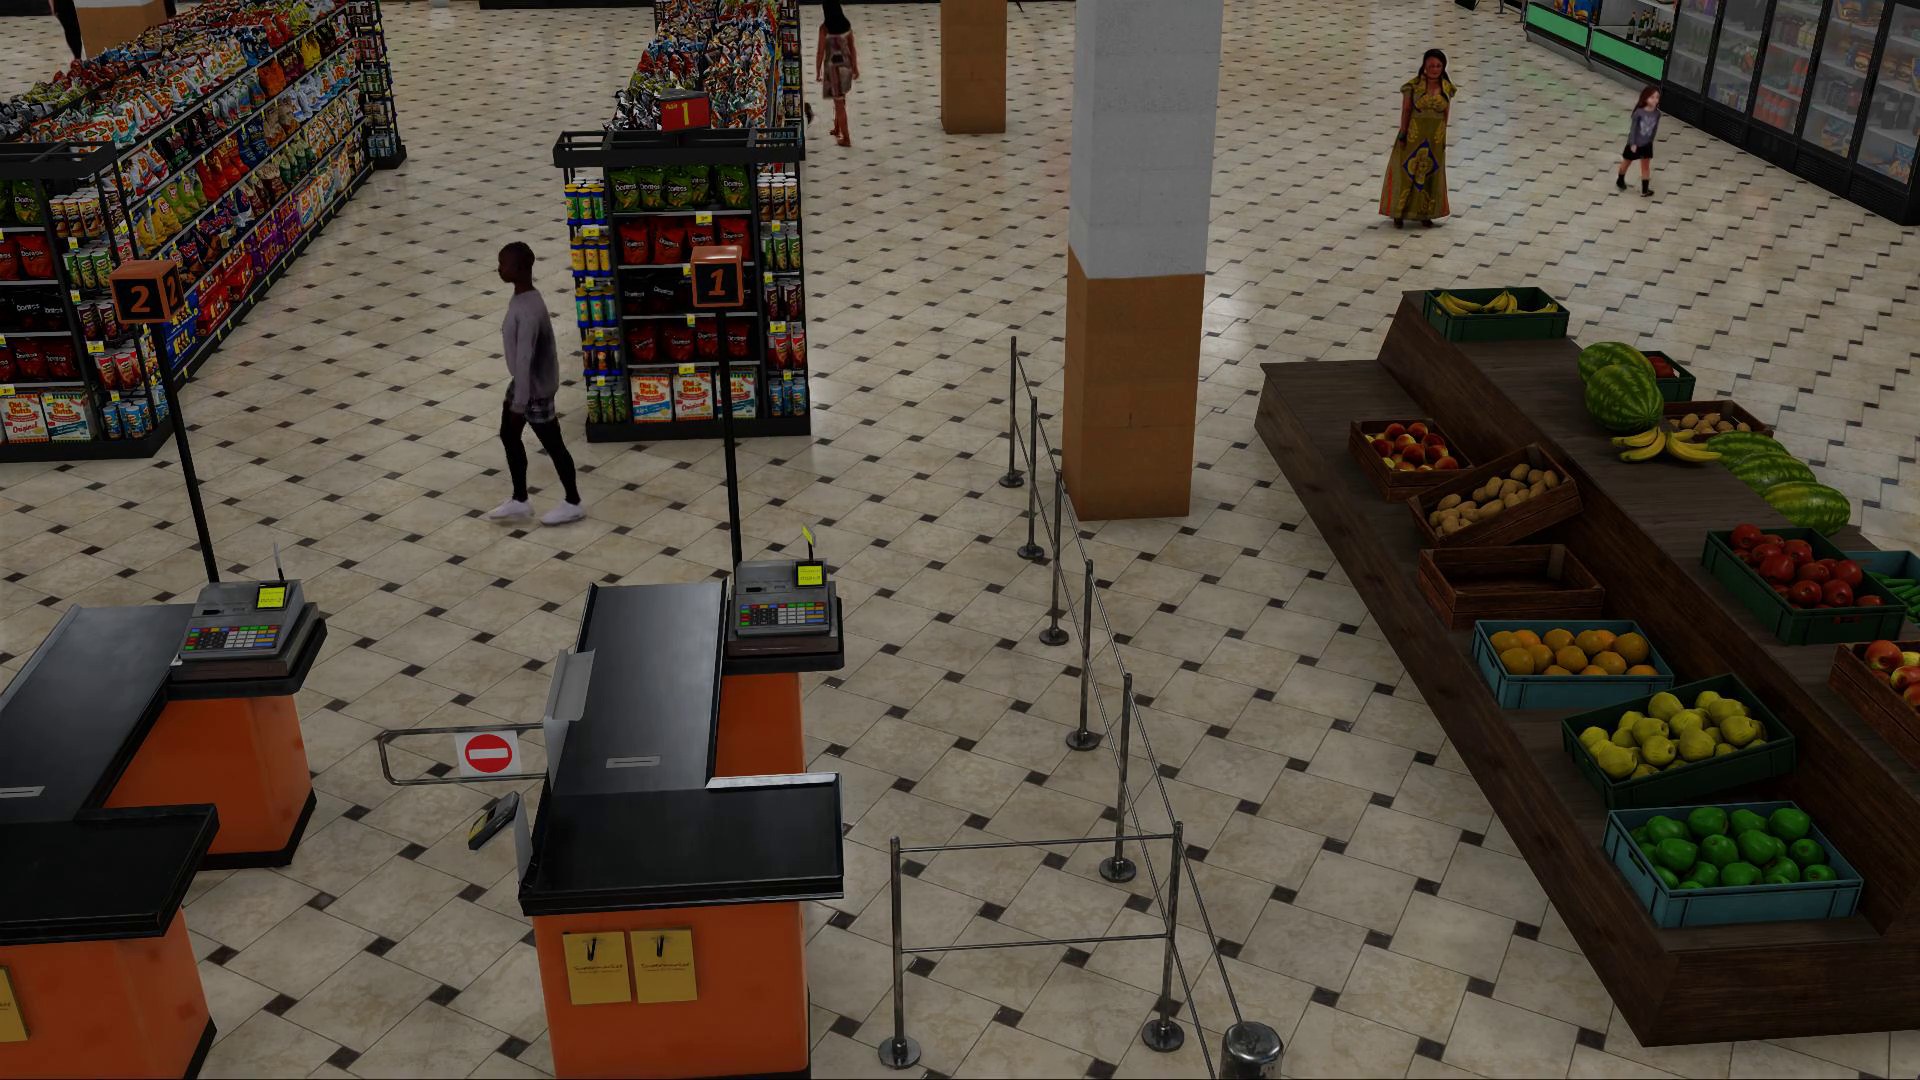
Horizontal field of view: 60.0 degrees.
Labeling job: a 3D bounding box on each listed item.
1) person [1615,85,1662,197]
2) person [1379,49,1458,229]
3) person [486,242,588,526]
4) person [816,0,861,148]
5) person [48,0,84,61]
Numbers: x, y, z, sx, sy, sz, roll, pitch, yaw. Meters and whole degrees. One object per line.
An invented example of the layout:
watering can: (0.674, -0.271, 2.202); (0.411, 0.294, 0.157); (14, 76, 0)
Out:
person: (6.844, -4.038, 16.807); (0.493, 1.076, 0.801); (-4, 27, -8)
person: (4.358, -3.786, 15.664); (0.843, 1.661, 0.752); (-3, 27, -7)
person: (-2.433, -0.909, 9.886); (0.844, 1.756, 0.849); (-13, 30, -24)
person: (-1.311, -5.185, 18.463); (0.852, 1.625, 0.938); (-19, 33, -33)
person: (-11.973, -7.131, 22.325); (0.830, 1.602, 1.119); (-10, 29, -20)
